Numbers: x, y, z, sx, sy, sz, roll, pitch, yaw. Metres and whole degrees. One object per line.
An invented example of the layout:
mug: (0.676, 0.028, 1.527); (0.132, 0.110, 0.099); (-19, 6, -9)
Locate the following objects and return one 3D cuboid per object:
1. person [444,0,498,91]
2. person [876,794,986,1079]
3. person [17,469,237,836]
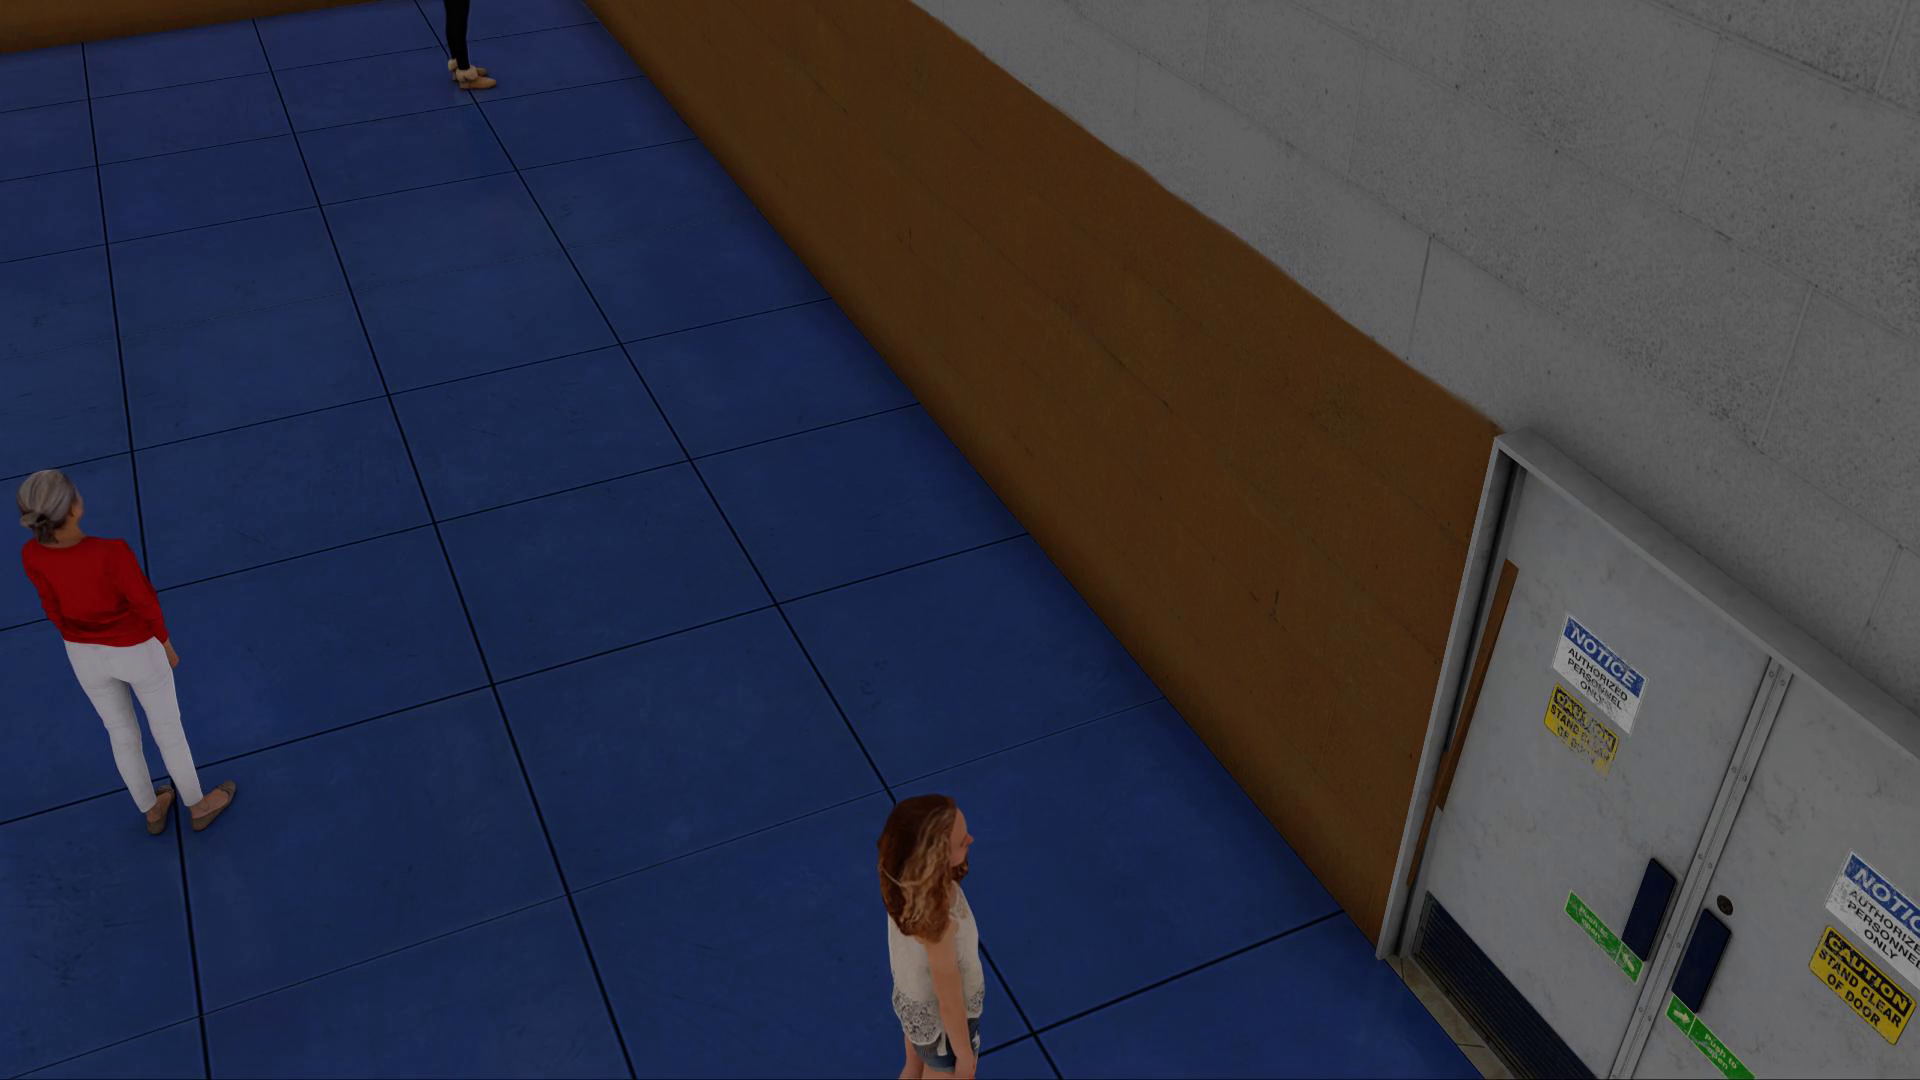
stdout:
person: (-3.825, -4.234, 12.480); (0.533, 1.658, 0.597); (-15, 39, -18)
person: (-0.088, 1.400, 4.891); (0.563, 1.759, 0.596); (-10, 38, -13)
person: (-3.145, 0.441, 6.221); (0.585, 1.695, 0.683); (-2, 37, -2)
